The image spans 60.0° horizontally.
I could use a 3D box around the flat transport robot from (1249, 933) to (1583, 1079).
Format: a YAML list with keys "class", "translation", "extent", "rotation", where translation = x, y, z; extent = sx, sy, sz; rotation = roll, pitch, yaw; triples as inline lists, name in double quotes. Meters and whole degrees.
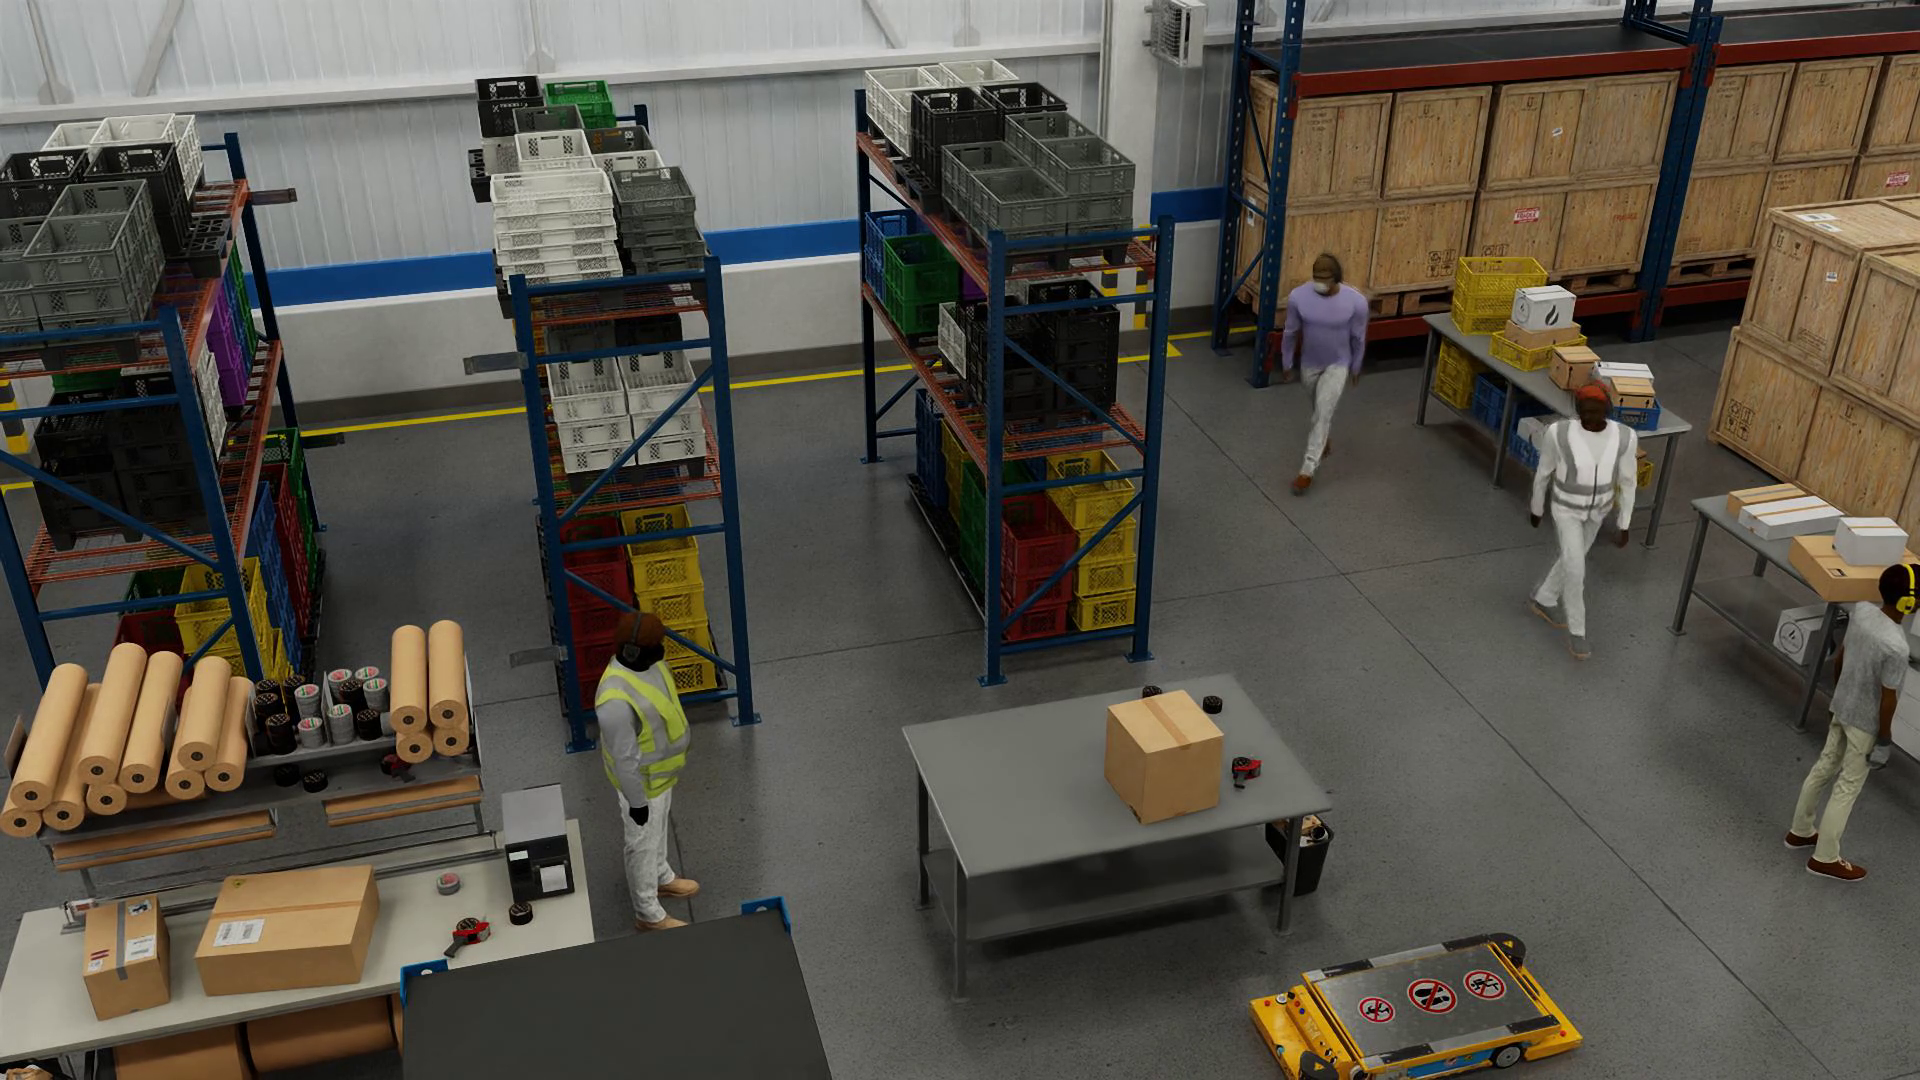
- class: "flat transport robot"
  translation: [2.184, 2.282, 7.980]
  extent: [1.431, 0.197, 0.652]
  rotation: [-8, 30, -14]

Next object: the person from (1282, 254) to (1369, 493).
- class: "person"
  translation: [2.845, -1.395, 13.034]
  extent: [0.640, 1.876, 1.093]
  rotation: [14, 32, 23]

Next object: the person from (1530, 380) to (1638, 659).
- class: "person"
  translation: [4.035, -0.171, 10.820]
  extent: [0.563, 1.848, 0.697]
  rotation: [-3, 29, -6]

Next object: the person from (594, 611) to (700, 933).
- class: "person"
  translation: [-1.565, 1.164, 8.401]
  extent: [0.429, 1.841, 0.621]
  rotation: [1, 29, 3]

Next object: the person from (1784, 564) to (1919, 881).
- class: "person"
  translation: [4.760, 0.942, 8.770]
  extent: [0.328, 1.872, 0.514]
  rotation: [-2, 29, -3]
